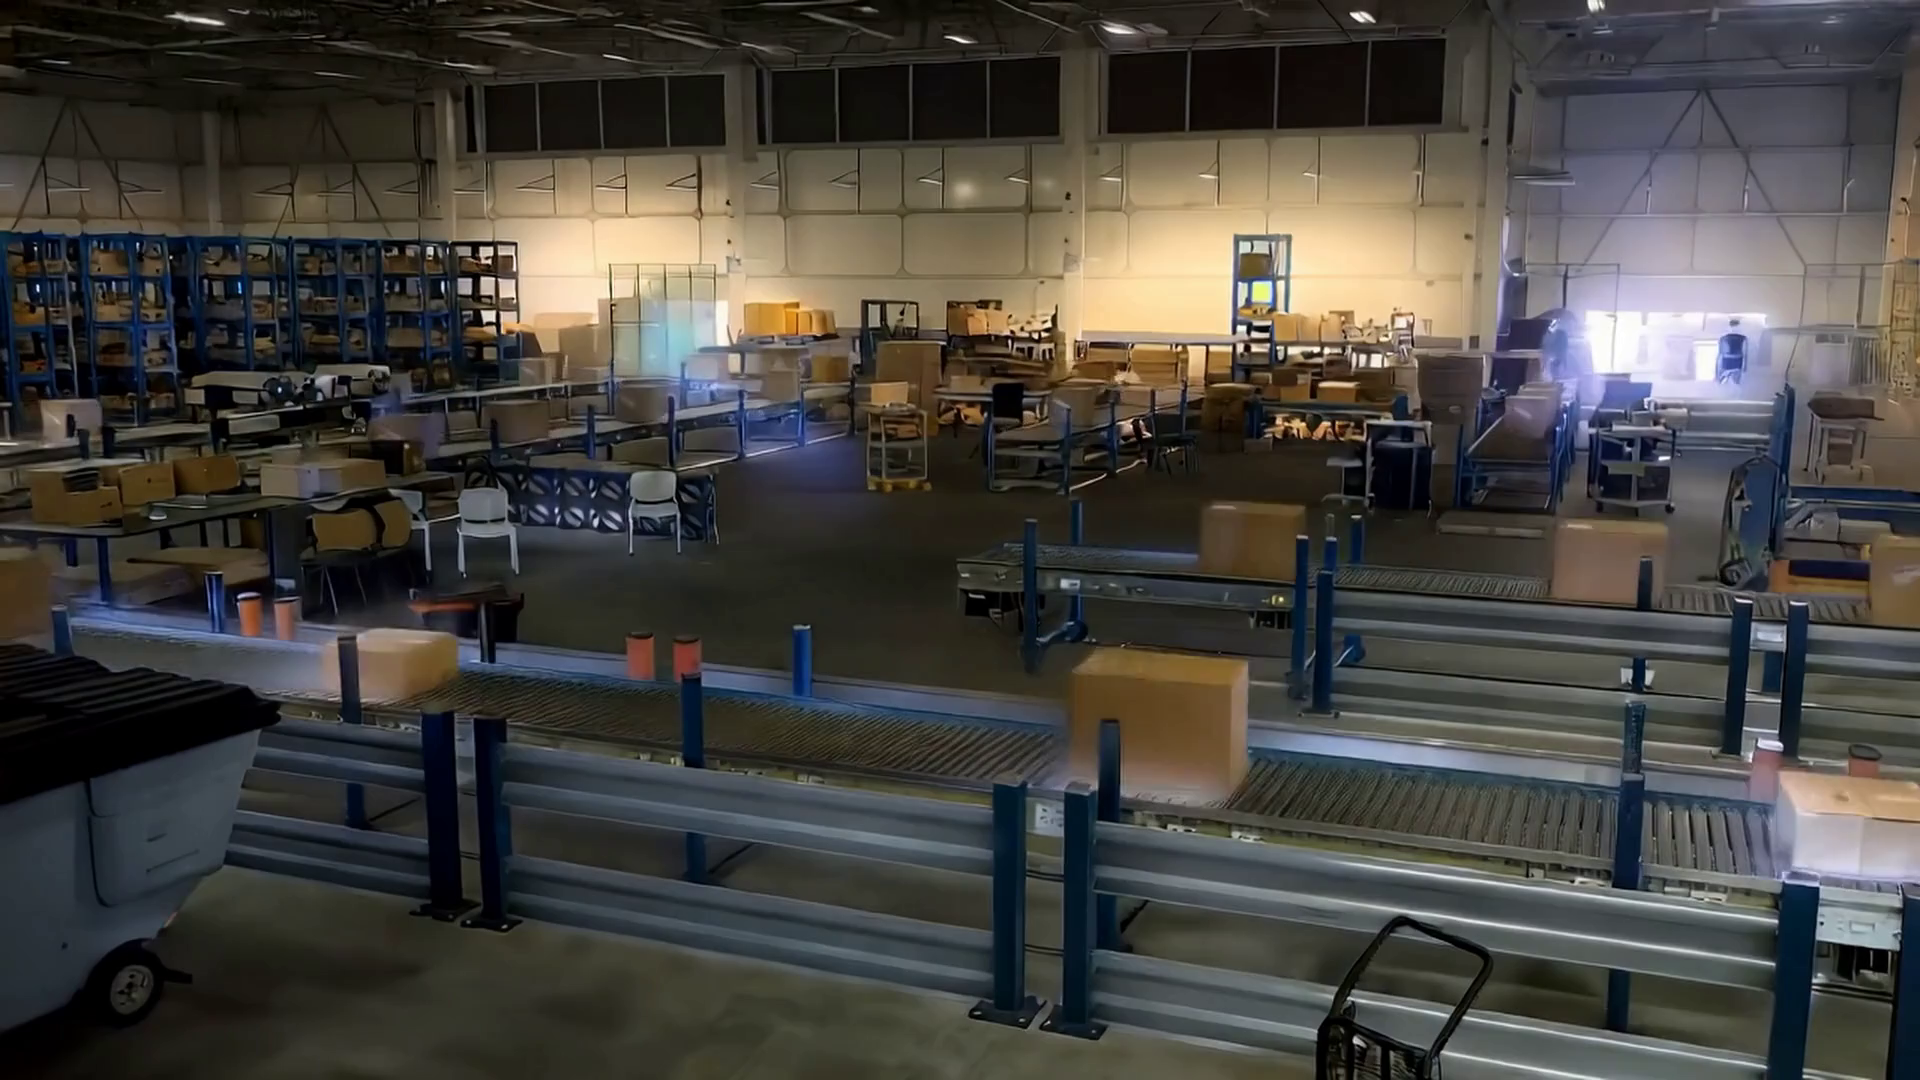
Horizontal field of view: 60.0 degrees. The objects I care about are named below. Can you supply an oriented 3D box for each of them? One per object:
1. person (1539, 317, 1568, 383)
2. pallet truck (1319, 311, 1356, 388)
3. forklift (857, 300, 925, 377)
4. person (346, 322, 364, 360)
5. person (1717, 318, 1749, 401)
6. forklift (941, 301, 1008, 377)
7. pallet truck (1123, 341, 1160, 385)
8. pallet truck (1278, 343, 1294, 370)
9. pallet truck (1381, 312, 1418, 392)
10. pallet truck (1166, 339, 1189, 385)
[{"bbox_3d":[13.221,-4.015,37.078,0.437,1.890,0.664,-6,11,-32],"label":"person"},{"bbox_3d":[9.071,-4.419,39.190,0.823,1.965,1.885,5,10,26],"label":"pallet truck"},{"bbox_3d":[-1.732,-5.109,42.468,1.157,1.987,2.680,4,10,22],"label":"forklift"},{"bbox_3d":[-16.210,-5.235,44.759,0.589,1.802,0.972,3,10,16],"label":"person"},{"bbox_3d":[15.544,-3.467,33.480,0.636,1.986,1.066,1,9,5],"label":"person"},{"bbox_3d":[0.365,-4.966,41.571,1.157,1.987,2.680,3,10,20],"label":"forklift"},{"bbox_3d":[4.445,-4.380,41.279,0.680,1.201,1.601,4,10,22],"label":"pallet truck"},{"bbox_3d":[7.886,-4.163,39.743,0.653,1.274,1.630,4,10,22],"label":"pallet truck"},{"bbox_3d":[10.207,-4.283,38.369,0.823,1.965,1.885,3,10,20],"label":"pallet truck"},{"bbox_3d":[5.418,-4.269,40.420,0.704,1.261,1.522,3,10,20],"label":"pallet truck"}]
